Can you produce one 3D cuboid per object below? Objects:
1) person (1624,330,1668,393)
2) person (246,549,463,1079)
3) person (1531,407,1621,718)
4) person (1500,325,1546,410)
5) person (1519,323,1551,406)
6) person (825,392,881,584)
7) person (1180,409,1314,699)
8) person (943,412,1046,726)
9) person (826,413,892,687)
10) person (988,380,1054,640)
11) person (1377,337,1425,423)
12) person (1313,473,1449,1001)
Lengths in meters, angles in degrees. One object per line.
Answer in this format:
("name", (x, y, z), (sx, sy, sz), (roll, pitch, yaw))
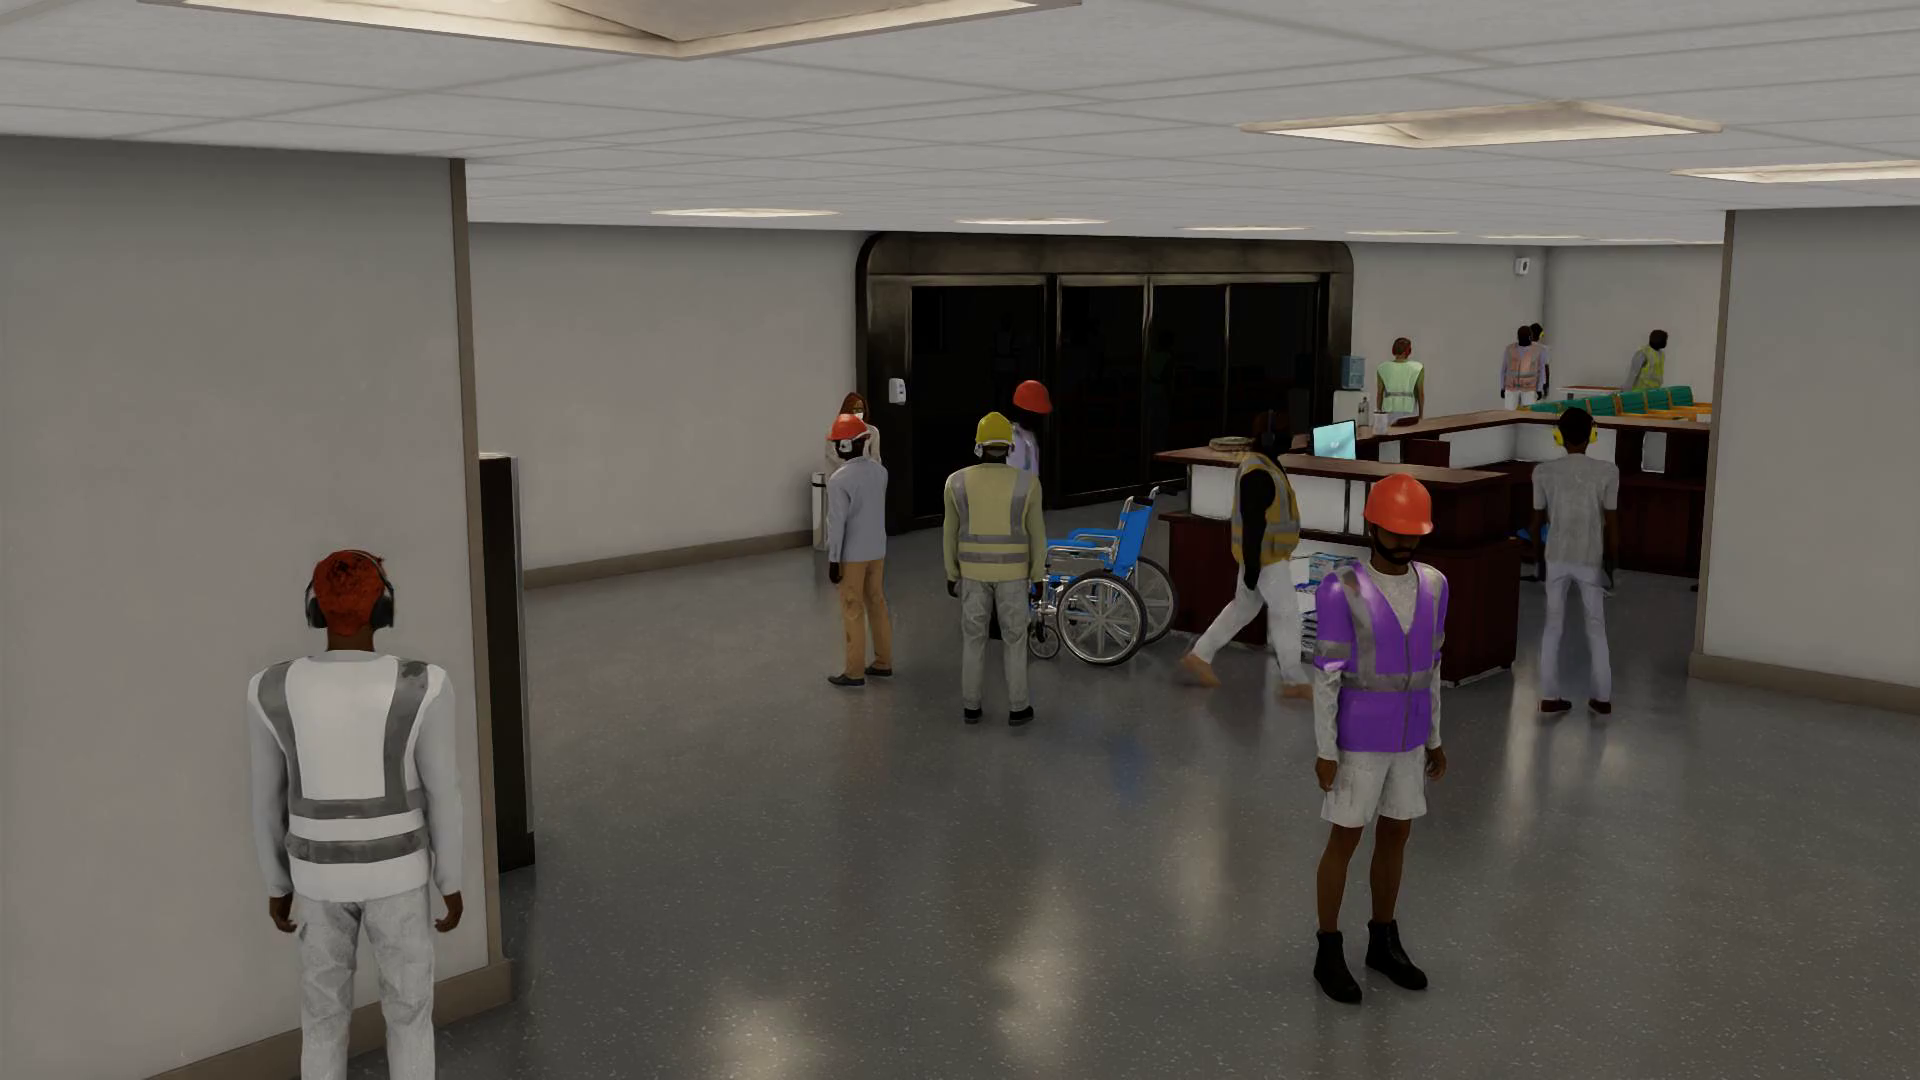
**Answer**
("person", (10.040, -2.206, 24.471), (0.663, 1.783, 0.923), (-8, 12, -42))
("person", (-1.703, 0.960, 4.733), (0.576, 1.878, 0.347), (-1, 9, -3))
("person", (3.639, 0.140, 9.832), (0.526, 1.854, 0.438), (4, 10, 26))
("person", (8.170, -2.200, 24.208), (0.619, 1.845, 0.430), (5, 11, 30))
("person", (8.474, -2.282, 24.688), (0.519, 1.855, 0.334), (3, 10, 19))
("person", (-0.901, -0.434, 14.057), (0.504, 1.627, 0.285), (-4, 10, -24))
("person", (1.833, 0.080, 10.364), (0.907, 1.811, 0.634), (2, 9, 12))
("person", (0.207, 0.172, 9.682), (0.600, 1.833, 0.404), (2, 9, 10))
("person", (-0.678, 0.059, 10.665), (0.362, 1.742, 0.564), (6, 11, 33))
("person", (0.400, -0.192, 11.751), (0.592, 1.884, 0.583), (3, 10, 15))
("person", (5.267, -1.500, 19.932), (0.563, 1.838, 0.388), (3, 10, 18))
("person", (1.547, 0.714, 6.051), (0.551, 1.933, 0.376), (-4, 10, -21))
